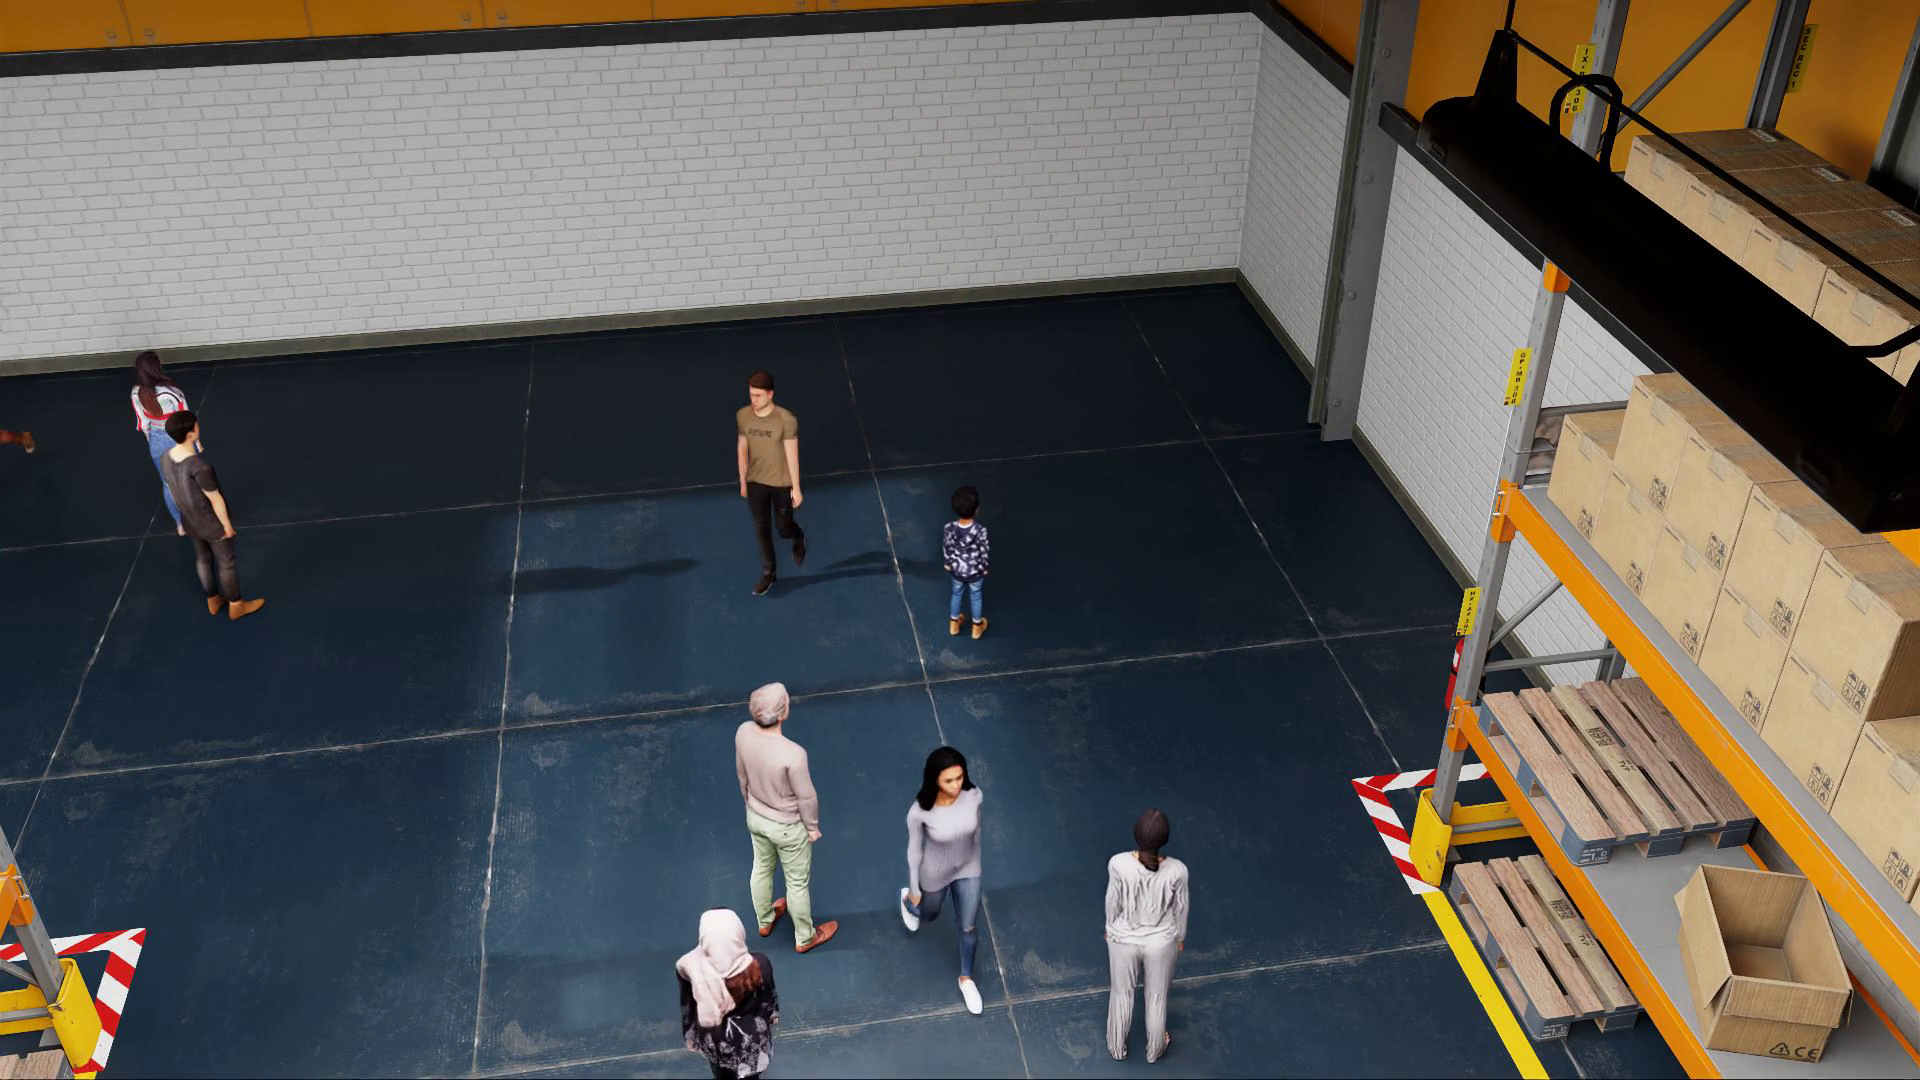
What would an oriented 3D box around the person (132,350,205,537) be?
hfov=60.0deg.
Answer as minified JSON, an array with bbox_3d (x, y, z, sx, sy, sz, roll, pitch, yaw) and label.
[{"bbox_3d":[-6.290,-0.771,13.259,0.625,1.612,0.555,-1,34,-1],"label":"person"}]

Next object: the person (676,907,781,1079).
[{"bbox_3d":[-1.145,2.514,8.309,0.679,1.620,0.870,-2,34,-4],"label":"person"}]

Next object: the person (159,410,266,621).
[{"bbox_3d":[-5.588,-0.181,12.278,0.707,1.714,0.730,15,36,21],"label":"person"}]

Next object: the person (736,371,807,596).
[{"bbox_3d":[-1.395,-0.475,12.608,0.913,1.840,1.020,10,35,15],"label":"person"}]

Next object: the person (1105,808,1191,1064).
[{"bbox_3d":[0.973,2.106,8.784,0.656,1.774,0.647,6,34,8],"label":"person"}]

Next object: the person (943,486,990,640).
[{"bbox_3d":[0.048,0.162,12.183,0.571,1.248,0.600,10,35,15],"label":"person"}]

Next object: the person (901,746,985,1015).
[{"bbox_3d":[-0.116,1.800,9.305,0.782,1.707,1.142,-13,36,-19],"label":"person"}]

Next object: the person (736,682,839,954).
[{"bbox_3d":[-1.034,1.587,9.473,0.770,1.875,0.819,19,38,26],"label":"person"}]
